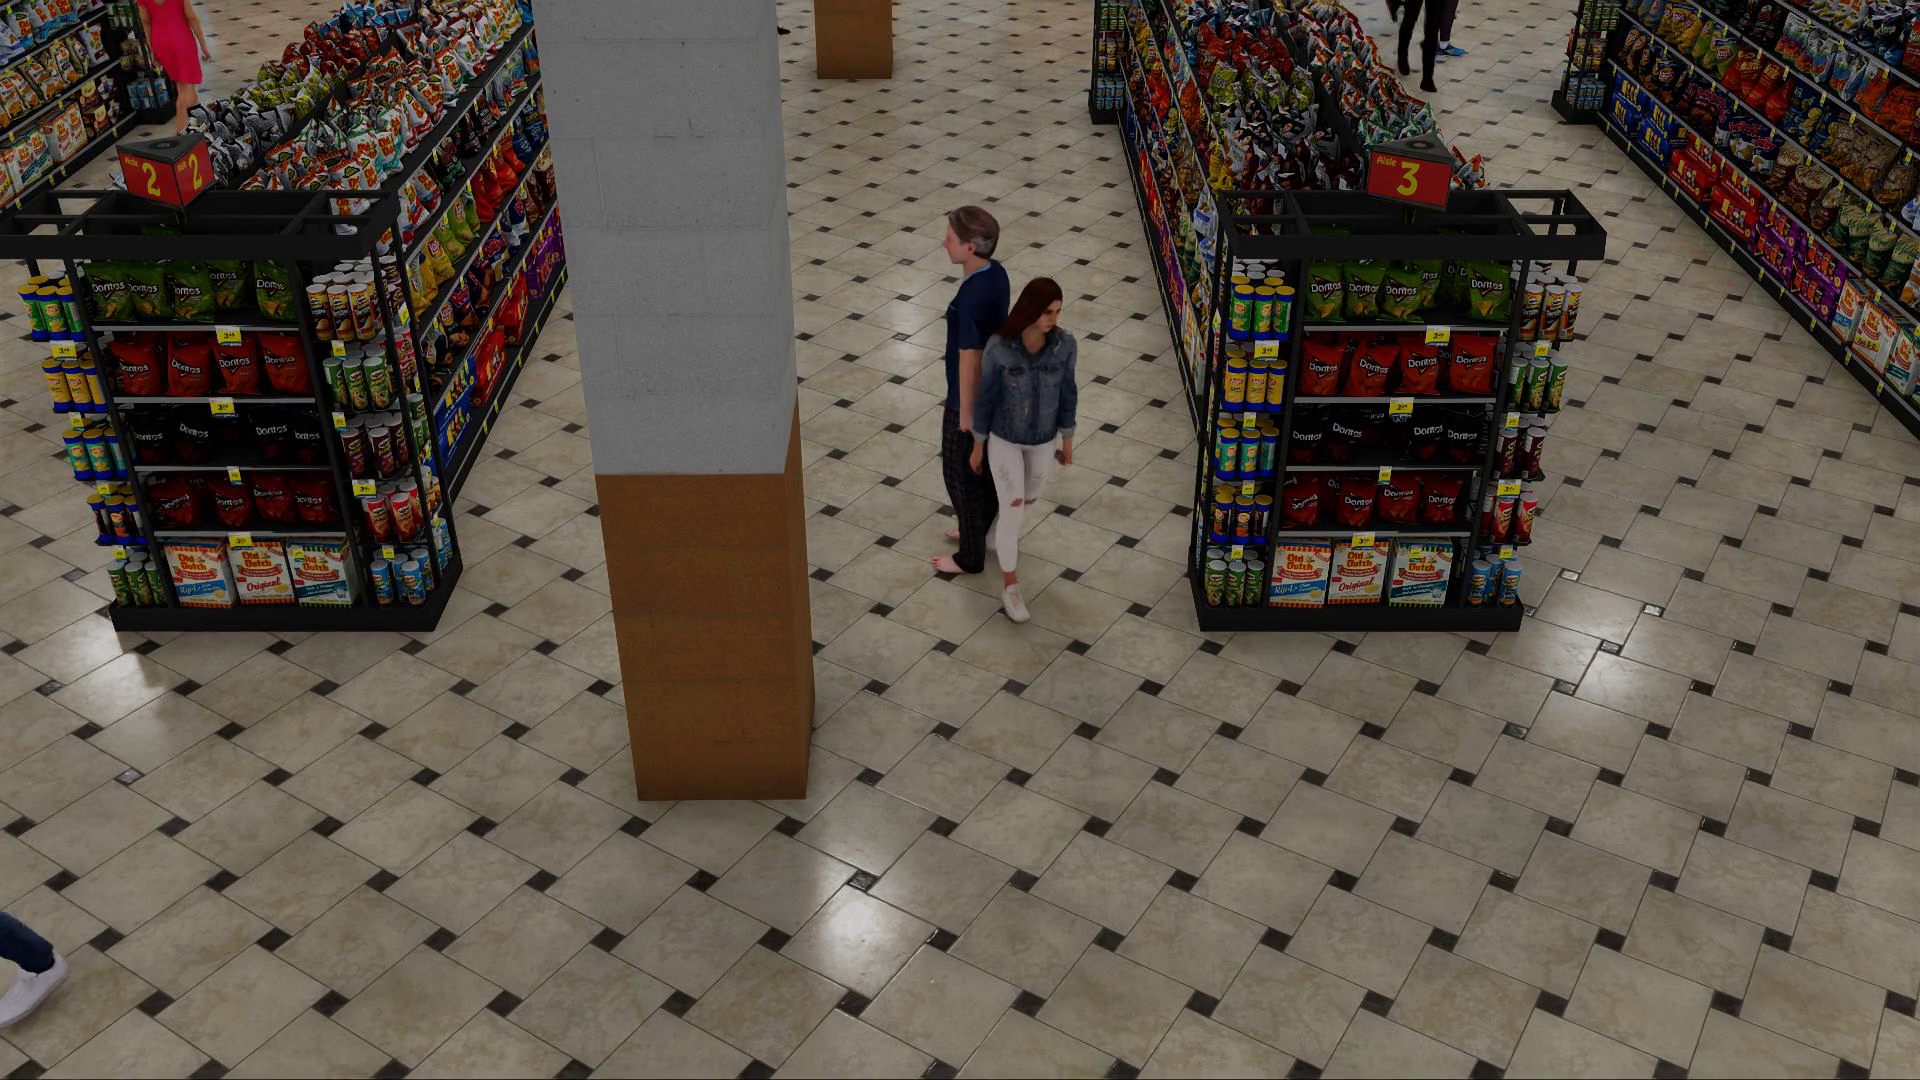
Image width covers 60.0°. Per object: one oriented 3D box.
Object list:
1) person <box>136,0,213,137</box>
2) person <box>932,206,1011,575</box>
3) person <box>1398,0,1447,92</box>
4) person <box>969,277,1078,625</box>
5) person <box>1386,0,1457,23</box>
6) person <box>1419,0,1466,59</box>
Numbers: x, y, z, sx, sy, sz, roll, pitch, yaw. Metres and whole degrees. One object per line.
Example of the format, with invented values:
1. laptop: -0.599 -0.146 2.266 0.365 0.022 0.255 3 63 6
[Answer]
1. person: -6.292 -3.885 13.273 0.579 1.685 1.026 0 32 0
2. person: 0.105 -0.712 8.001 0.786 1.867 0.618 8 33 13
3. person: 4.177 -5.035 14.974 0.723 1.840 1.206 -1 32 -1
4. person: 0.281 -0.498 7.855 0.795 1.659 1.125 -4 32 -7
5. person: 4.714 -6.019 16.602 0.797 1.792 1.026 -5 32 -7
6. person: 4.679 -5.573 15.848 0.811 1.829 0.615 -9 33 -14
